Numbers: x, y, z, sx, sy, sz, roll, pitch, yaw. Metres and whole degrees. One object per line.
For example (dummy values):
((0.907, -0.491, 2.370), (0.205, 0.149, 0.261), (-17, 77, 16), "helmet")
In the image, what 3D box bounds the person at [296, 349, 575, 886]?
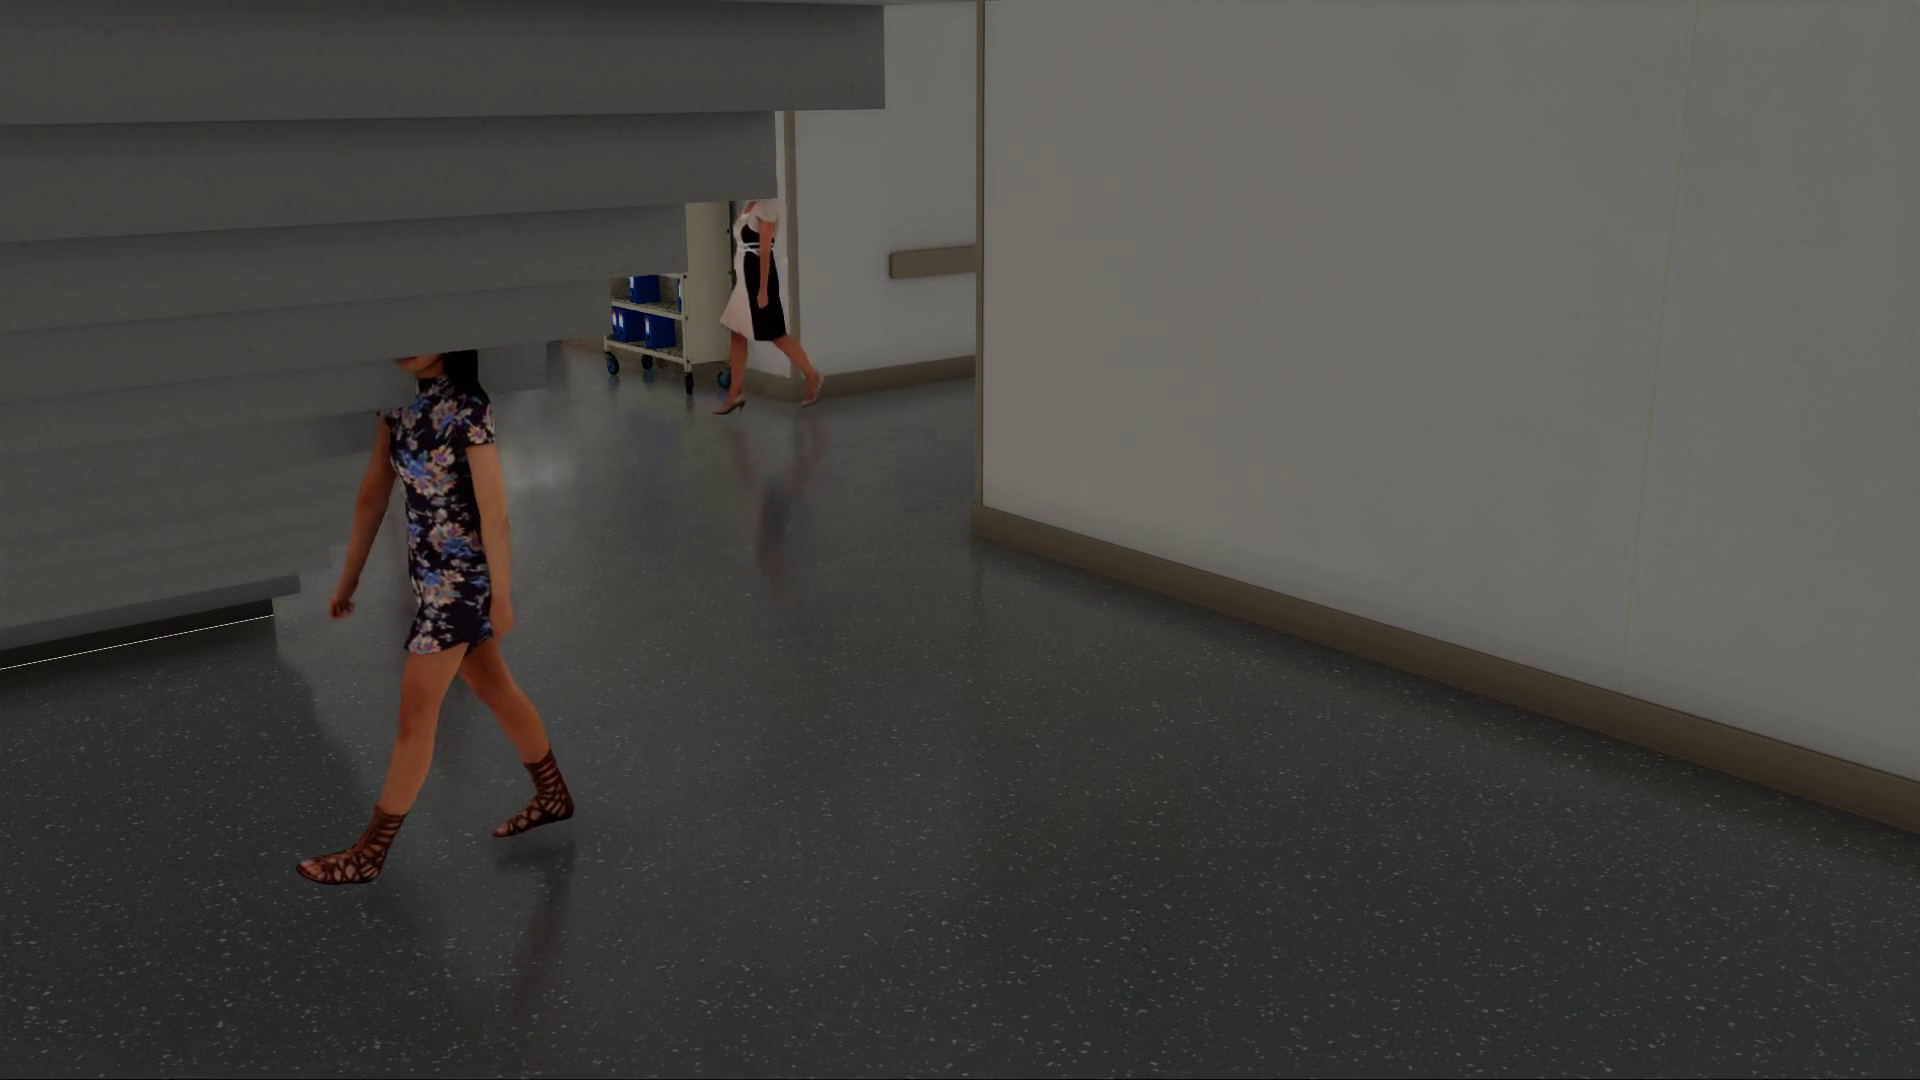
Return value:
((-1.379, 0.130, 4.801), (0.715, 1.686, 1.048), (-14, 21, -41), "person")

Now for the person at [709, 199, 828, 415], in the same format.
((-1.250, -1.672, 11.130), (0.901, 1.720, 1.070), (-7, 17, -22), "person")
